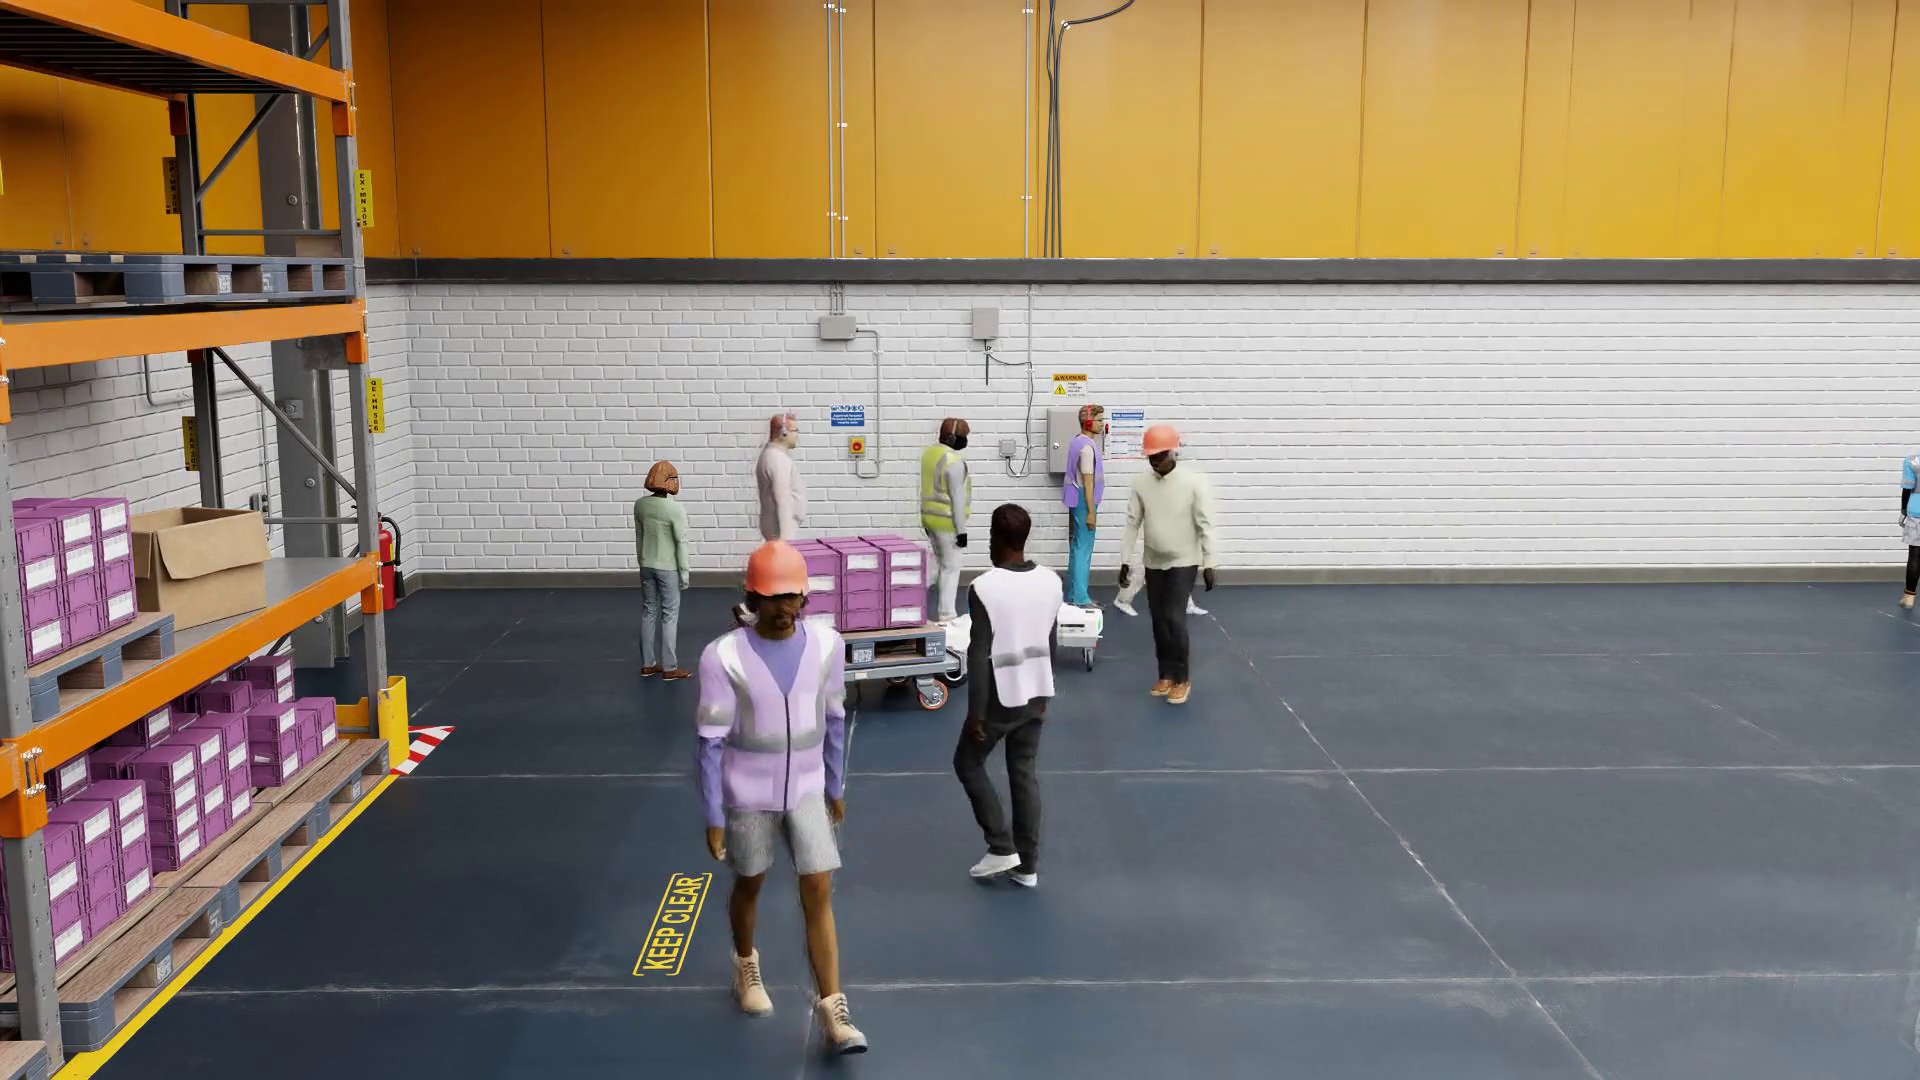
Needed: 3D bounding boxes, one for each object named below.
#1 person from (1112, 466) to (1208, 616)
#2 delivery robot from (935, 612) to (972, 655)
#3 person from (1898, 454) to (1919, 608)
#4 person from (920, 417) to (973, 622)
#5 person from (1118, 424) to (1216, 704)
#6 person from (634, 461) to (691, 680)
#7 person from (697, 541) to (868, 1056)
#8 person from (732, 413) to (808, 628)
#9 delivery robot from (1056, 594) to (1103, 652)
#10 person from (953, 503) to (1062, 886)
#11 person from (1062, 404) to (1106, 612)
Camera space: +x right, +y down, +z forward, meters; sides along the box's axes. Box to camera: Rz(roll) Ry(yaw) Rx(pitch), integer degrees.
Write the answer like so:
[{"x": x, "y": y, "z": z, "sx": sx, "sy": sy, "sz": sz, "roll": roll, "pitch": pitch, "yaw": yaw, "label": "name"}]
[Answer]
[{"x": 1.731, "y": -0.116, "z": 14.479, "sx": 0.810, "sy": 1.599, "sz": 0.519, "roll": 2, "pitch": 9, "yaw": 12, "label": "person"}, {"x": 0.120, "y": 0.719, "z": 12.276, "sx": 0.707, "sy": 0.478, "sz": 0.477, "roll": -3, "pitch": 10, "yaw": -16, "label": "delivery robot"}, {"x": 8.648, "y": -0.218, "z": 14.807, "sx": 0.531, "sy": 1.698, "sz": 0.320, "roll": 4, "pitch": 10, "yaw": 25, "label": "person"}, {"x": -0.177, "y": -0.129, "z": 13.947, "sx": 0.568, "sy": 1.815, "sz": 0.636, "roll": -4, "pitch": 10, "yaw": -23, "label": "person"}, {"x": 1.438, "y": 0.166, "z": 11.654, "sx": 0.659, "sy": 1.958, "sz": 0.647, "roll": 6, "pitch": 11, "yaw": 35, "label": "person"}, {"x": -2.204, "y": 0.225, "z": 12.322, "sx": 0.494, "sy": 1.624, "sz": 0.279, "roll": 6, "pitch": 11, "yaw": 31, "label": "person"}, {"x": -0.693, "y": 0.998, "z": 6.459, "sx": 0.640, "sy": 1.988, "sz": 1.035, "roll": -4, "pitch": 10, "yaw": -24, "label": "person"}, {"x": -1.496, "y": -0.084, "z": 13.412, "sx": 0.636, "sy": 1.884, "sz": 0.656, "roll": -3, "pitch": 10, "yaw": -15, "label": "person"}, {"x": 0.736, "y": 0.647, "z": 12.711, "sx": 0.707, "sy": 0.478, "sz": 0.477, "roll": 0, "pitch": 9, "yaw": 2, "label": "delivery robot"}, {"x": 0.234, "y": 0.764, "z": 8.173, "sx": 0.616, "sy": 1.896, "sz": 0.478, "roll": -8, "pitch": 12, "yaw": -41, "label": "person"}, {"x": 1.097, "y": -0.286, "z": 14.774, "sx": 0.372, "sy": 1.843, "sz": 0.570, "roll": -1, "pitch": 9, "yaw": -4, "label": "person"}]
